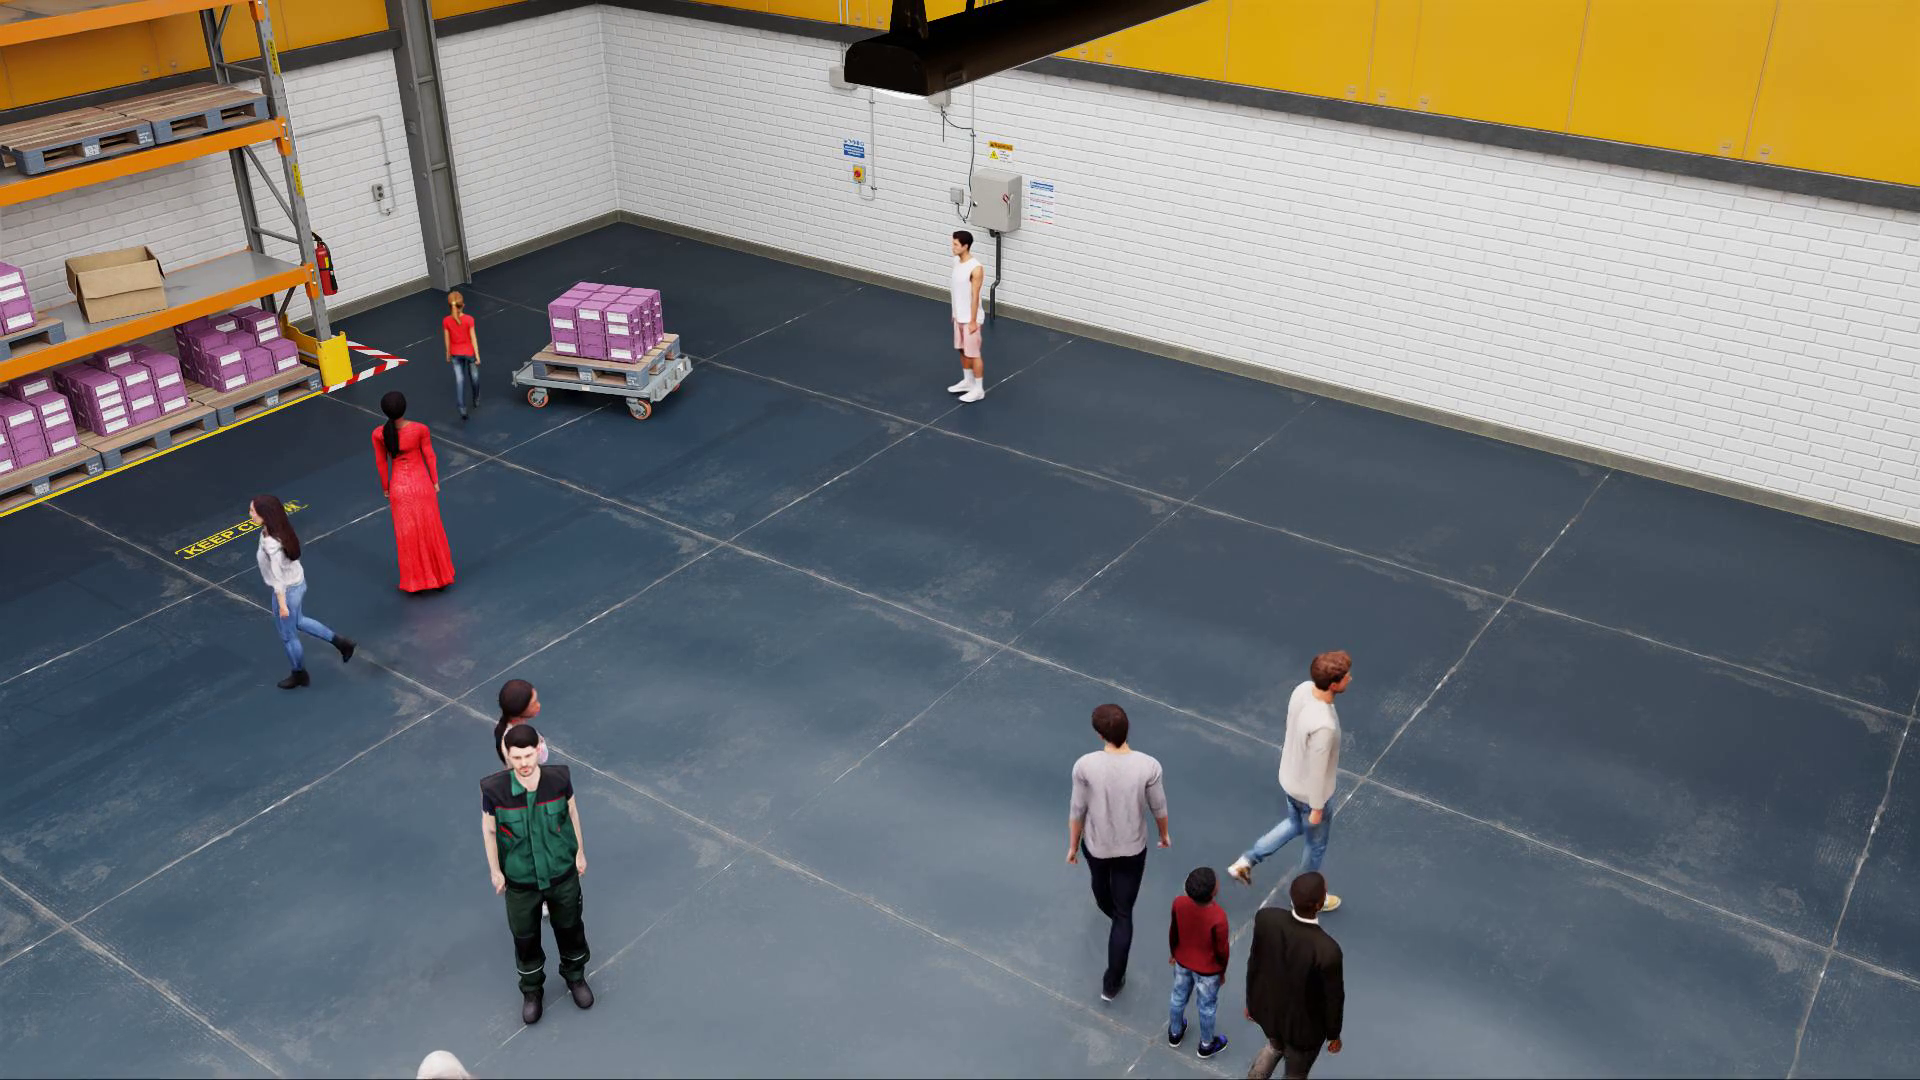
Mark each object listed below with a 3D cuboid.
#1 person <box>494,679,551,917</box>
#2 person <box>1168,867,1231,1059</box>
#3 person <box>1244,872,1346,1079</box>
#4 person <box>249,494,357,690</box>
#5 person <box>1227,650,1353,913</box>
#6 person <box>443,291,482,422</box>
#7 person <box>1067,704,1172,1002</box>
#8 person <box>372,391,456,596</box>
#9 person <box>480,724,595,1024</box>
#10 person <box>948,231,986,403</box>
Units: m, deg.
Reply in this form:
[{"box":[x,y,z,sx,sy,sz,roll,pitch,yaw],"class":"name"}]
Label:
[{"box":[-2.659,1.595,9.880,0.771,1.729,0.734,-13,31,-23],"class":"person"},{"box":[1.299,2.296,9.089,0.506,1.256,0.483,20,34,32],"class":"person"},{"box":[1.598,2.430,8.285,0.825,1.790,0.756,-24,36,-36],"class":"person"},{"box":[-4.861,0.372,12.238,0.950,1.619,0.892,-5,29,-9],"class":"person"},{"box":[2.000,1.470,9.950,1.067,1.881,1.021,-3,29,-5],"class":"person"},{"box":[-4.973,-1.823,16.605,0.840,1.289,0.915,-4,29,-8],"class":"person"},{"box":[0.867,1.809,9.432,1.091,1.782,1.303,4,29,8],"class":"person"},{"box":[-4.437,-0.379,13.442,0.724,1.783,0.788,-6,29,-10],"class":"person"},{"box":[-2.347,1.827,9.275,0.713,1.901,0.823,-11,30,-19],"class":"person"},{"box":[0.098,-2.297,16.961,0.725,1.780,0.728,-14,32,-25],"class":"person"}]
